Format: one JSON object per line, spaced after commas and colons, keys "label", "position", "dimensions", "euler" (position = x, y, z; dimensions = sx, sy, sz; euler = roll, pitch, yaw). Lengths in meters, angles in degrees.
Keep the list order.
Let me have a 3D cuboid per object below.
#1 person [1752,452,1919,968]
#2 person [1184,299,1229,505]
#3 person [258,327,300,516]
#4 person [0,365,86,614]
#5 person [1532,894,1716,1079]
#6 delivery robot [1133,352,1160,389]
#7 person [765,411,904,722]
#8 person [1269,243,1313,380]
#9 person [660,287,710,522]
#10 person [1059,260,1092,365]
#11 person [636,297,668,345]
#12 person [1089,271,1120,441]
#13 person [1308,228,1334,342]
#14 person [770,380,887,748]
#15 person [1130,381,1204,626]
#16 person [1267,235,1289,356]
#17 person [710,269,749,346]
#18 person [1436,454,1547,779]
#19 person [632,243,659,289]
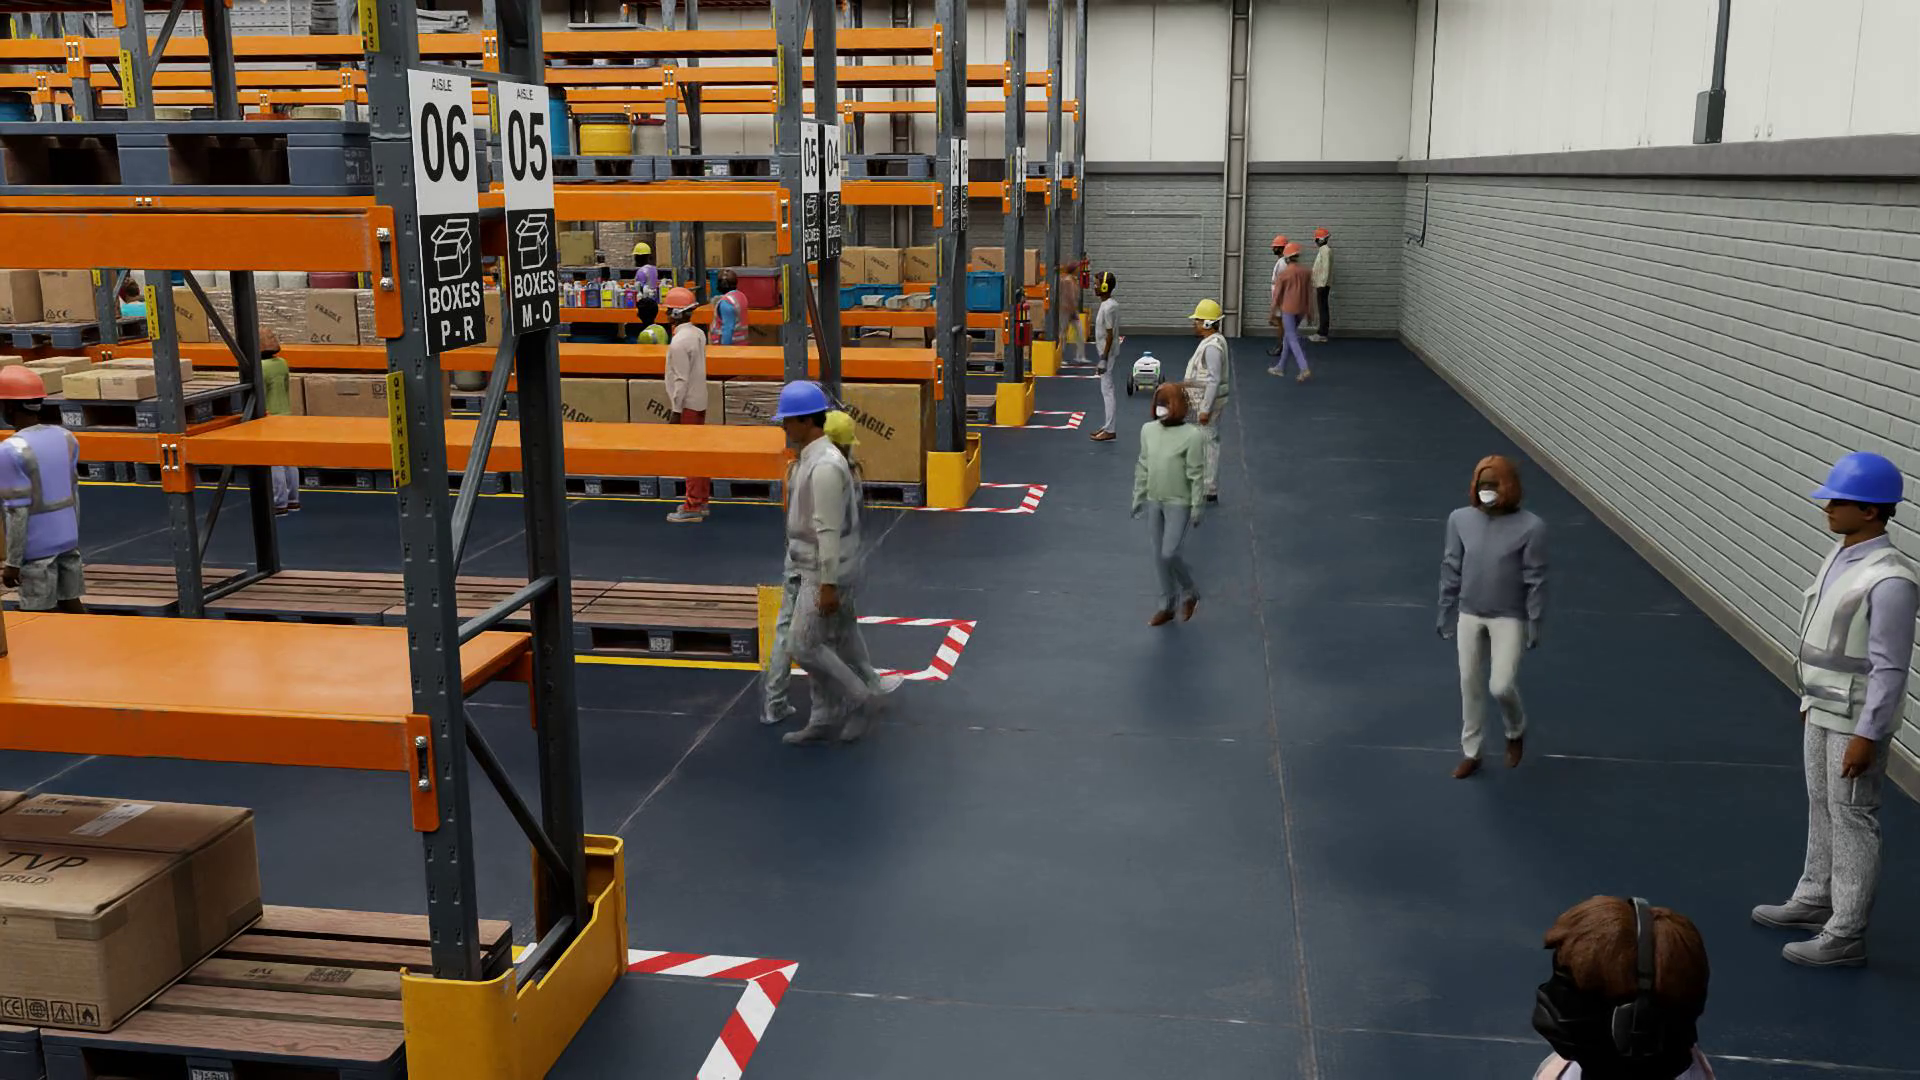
{"label": "person", "position": [3.308, 0.633, 6.223], "dimensions": [0.390, 1.949, 0.602], "euler": [2, 13, 9]}
{"label": "person", "position": [2.202, -1.232, 14.902], "dimensions": [0.403, 1.835, 0.586], "euler": [2, 13, 9]}
{"label": "person", "position": [-5.955, -1.018, 14.394], "dimensions": [0.278, 1.634, 0.498], "euler": [2, 13, 9]}
{"label": "person", "position": [-4.976, 0.024, 8.995], "dimensions": [0.363, 1.939, 0.542], "euler": [2, 13, 9]}
{"label": "person", "position": [1.035, 1.454, 2.760], "dimensions": [0.430, 1.845, 0.619], "euler": [2, 13, 9]}
{"label": "delivery robot", "position": [2.514, -2.283, 22.348], "dimensions": [0.477, 0.478, 0.707], "euler": [2, 13, 8]}
{"label": "person", "position": [-0.714, 0.135, 9.063], "dimensions": [0.484, 1.689, 0.882], "euler": [12, 17, 42]}
{"label": "person", "position": [4.807, -3.292, 23.947], "dimensions": [0.616, 1.955, 1.007], "euler": [-7, 14, -29]}
{"label": "person", "position": [-2.334, -1.149, 14.161], "dimensions": [0.379, 1.996, 0.609], "euler": [2, 13, 9]}
{"label": "person", "position": [1.768, -3.486, 25.577], "dimensions": [0.679, 1.613, 0.527], "euler": [6, 14, 24]}
{"label": "person", "position": [-3.142, -1.631, 17.026], "dimensions": [0.321, 1.694, 0.529], "euler": [2, 13, 9]}
{"label": "person", "position": [1.604, -2.031, 18.427], "dimensions": [0.326, 1.874, 0.518], "euler": [2, 13, 9]}
{"label": "person", "position": [6.355, -4.485, 29.243], "dimensions": [0.391, 1.986, 0.609], "euler": [2, 13, 9]}
{"label": "person", "position": [-0.710, 0.149, 8.460], "dimensions": [0.479, 1.924, 0.626], "euler": [-2, 13, -11]}
{"label": "person", "position": [1.346, -0.224, 10.827], "dimensions": [0.355, 1.625, 0.498], "euler": [-11, 17, -41]}
{"label": "person", "position": [5.172, -3.947, 26.920], "dimensions": [0.363, 1.939, 0.542], "euler": [2, 13, 9]}
{"label": "person", "position": [-2.680, -2.219, 19.343], "dimensions": [0.430, 1.845, 0.619], "euler": [2, 13, 9]}
{"label": "person", "position": [2.566, 0.388, 8.074], "dimensions": [0.503, 1.626, 0.372], "euler": [11, 17, 41]}
{"label": "person", "position": [-4.612, -3.391, 24.436], "dimensions": [0.372, 1.928, 0.584], "euler": [2, 13, 9]}
